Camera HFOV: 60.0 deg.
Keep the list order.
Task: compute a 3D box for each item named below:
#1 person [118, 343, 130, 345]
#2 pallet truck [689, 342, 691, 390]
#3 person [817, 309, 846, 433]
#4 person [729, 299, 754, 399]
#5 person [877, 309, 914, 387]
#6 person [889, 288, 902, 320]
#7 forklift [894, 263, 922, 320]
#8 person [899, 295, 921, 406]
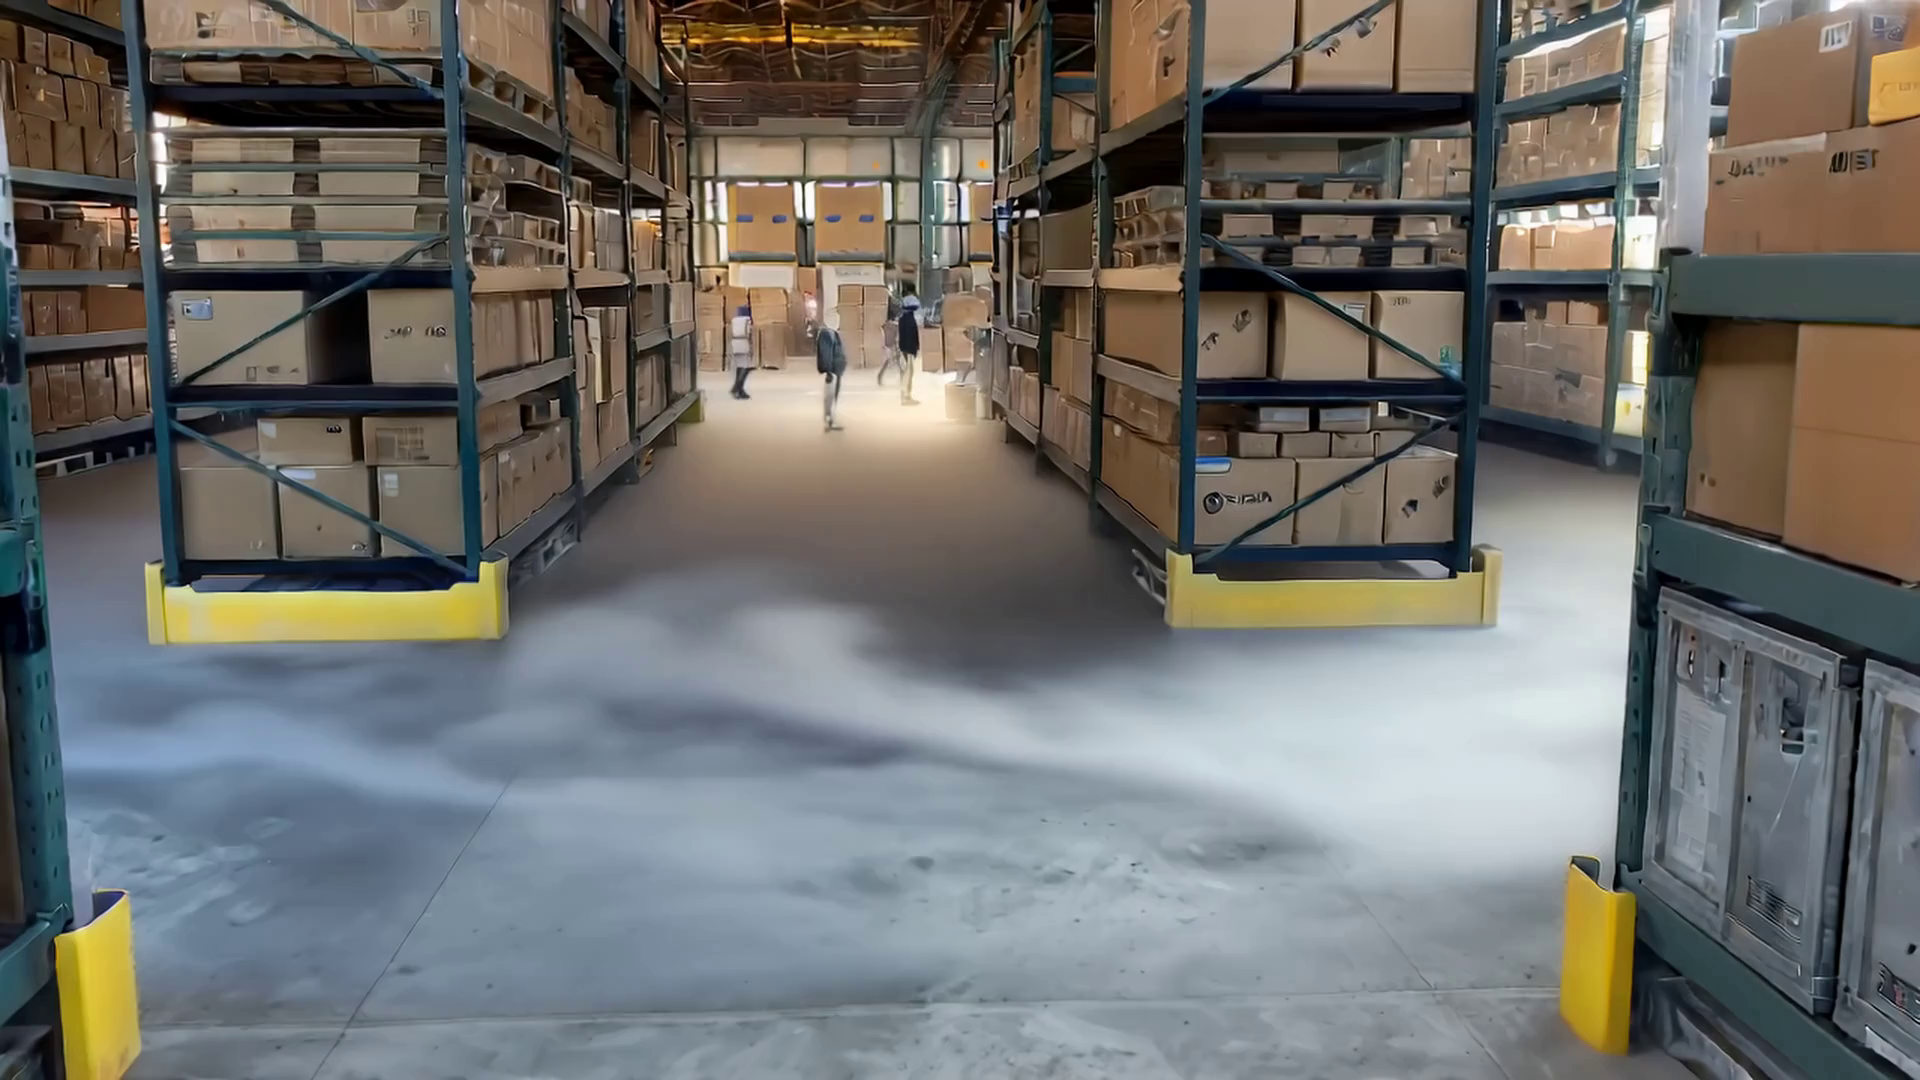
[{"bbox_3d":[-17.246,-3.881,34.137,0.658,1.616,0.523,-6,11,-33],"label":"person"},{"bbox_3d":[-5.225,-3.008,27.480,1.885,1.965,0.823,2,9,14],"label":"pallet truck"},{"bbox_3d":[-1.920,-2.526,24.934,0.429,1.847,0.627,1,9,7],"label":"person"},{"bbox_3d":[-4.154,-3.605,31.490,0.572,1.914,0.590,5,10,29],"label":"person"},{"bbox_3d":[-1.401,-4.050,35.092,0.876,1.644,0.543,-7,12,-38],"label":"person"},{"bbox_3d":[-2.301,-7.826,57.975,0.636,1.928,0.380,4,10,23],"label":"person"},{"bbox_3d":[-1.987,-9.022,62.479,1.129,2.768,1.873,-1,9,-4],"label":"forklift"},{"bbox_3d":[-0.909,-3.420,30.073,0.378,1.996,0.611,2,9,14],"label":"person"}]
